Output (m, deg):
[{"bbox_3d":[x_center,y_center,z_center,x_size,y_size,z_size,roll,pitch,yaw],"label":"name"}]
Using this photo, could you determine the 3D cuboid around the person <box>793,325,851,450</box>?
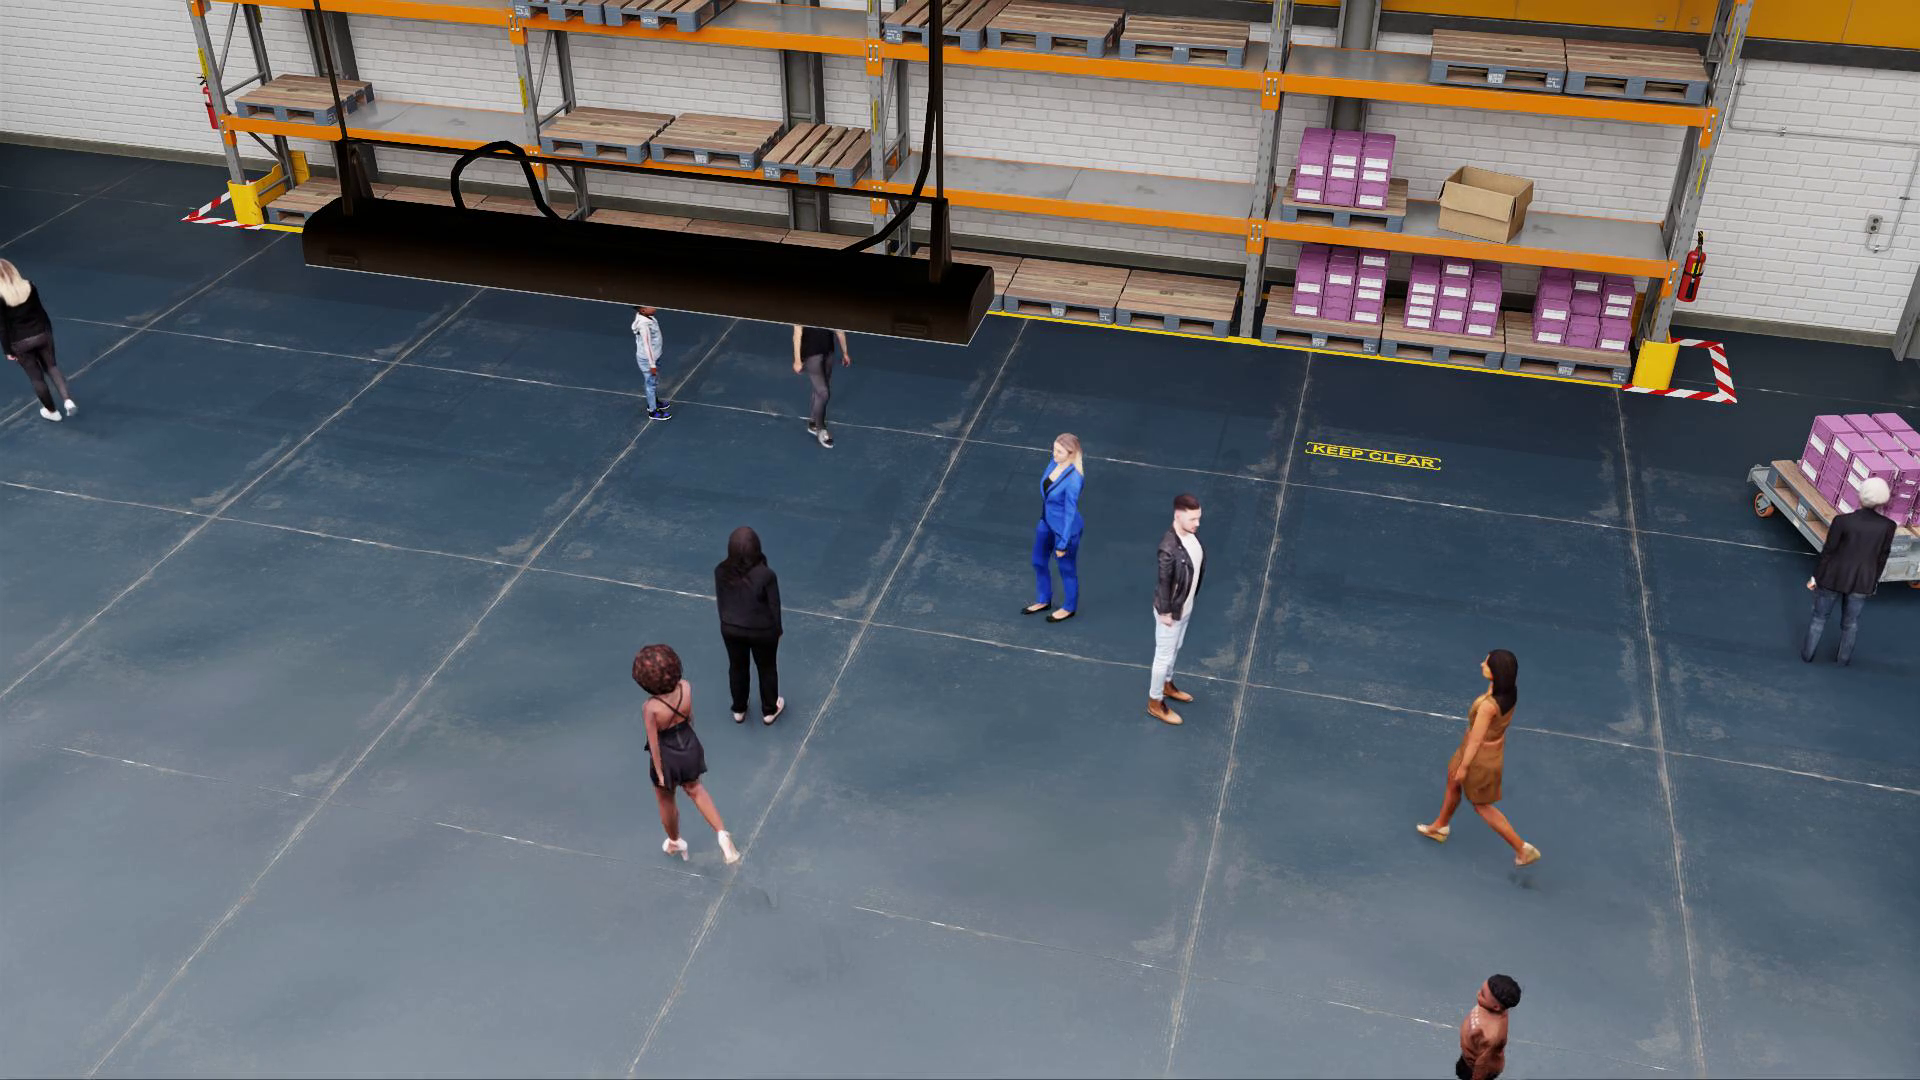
[{"bbox_3d":[-1.352,-1.762,15.245,0.819,1.823,0.789,28,43,35],"label":"person"}]

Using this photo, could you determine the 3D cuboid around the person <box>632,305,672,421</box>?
[{"bbox_3d":[-2.946,-1.757,15.746,0.593,1.261,0.556,-6,34,-9],"label":"person"}]

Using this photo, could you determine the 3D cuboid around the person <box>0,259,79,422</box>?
[{"bbox_3d":[-8.593,-1.818,15.459,0.890,1.679,0.782,22,39,29],"label":"person"}]

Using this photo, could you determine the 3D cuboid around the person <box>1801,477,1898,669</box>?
[{"bbox_3d":[6.671,0.339,12.519,0.614,1.770,0.703,7,34,11],"label":"person"}]

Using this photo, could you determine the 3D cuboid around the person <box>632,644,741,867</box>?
[{"bbox_3d":[-1.733,1.424,10.499,0.975,1.770,0.816,27,42,35],"label":"person"}]

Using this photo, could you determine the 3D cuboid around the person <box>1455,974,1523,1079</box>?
[{"bbox_3d":[2.852,2.797,8.907,0.681,1.246,0.533,10,35,14],"label":"person"}]

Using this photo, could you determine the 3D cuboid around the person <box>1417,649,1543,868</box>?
[{"bbox_3d":[3.400,1.433,10.584,1.100,1.662,0.765,18,38,25],"label":"person"}]

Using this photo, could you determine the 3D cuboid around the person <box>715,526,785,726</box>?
[{"bbox_3d":[-1.498,0.623,11.844,0.573,1.616,0.694,6,34,9],"label":"person"}]

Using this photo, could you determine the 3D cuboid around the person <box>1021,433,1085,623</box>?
[{"bbox_3d":[0.863,-0.100,12.865,0.843,1.691,0.798,-12,36,-18],"label":"person"}]

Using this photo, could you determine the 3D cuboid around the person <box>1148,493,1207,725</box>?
[{"bbox_3d":[1.523,0.458,11.894,0.624,1.836,0.699,16,37,22],"label":"person"}]
